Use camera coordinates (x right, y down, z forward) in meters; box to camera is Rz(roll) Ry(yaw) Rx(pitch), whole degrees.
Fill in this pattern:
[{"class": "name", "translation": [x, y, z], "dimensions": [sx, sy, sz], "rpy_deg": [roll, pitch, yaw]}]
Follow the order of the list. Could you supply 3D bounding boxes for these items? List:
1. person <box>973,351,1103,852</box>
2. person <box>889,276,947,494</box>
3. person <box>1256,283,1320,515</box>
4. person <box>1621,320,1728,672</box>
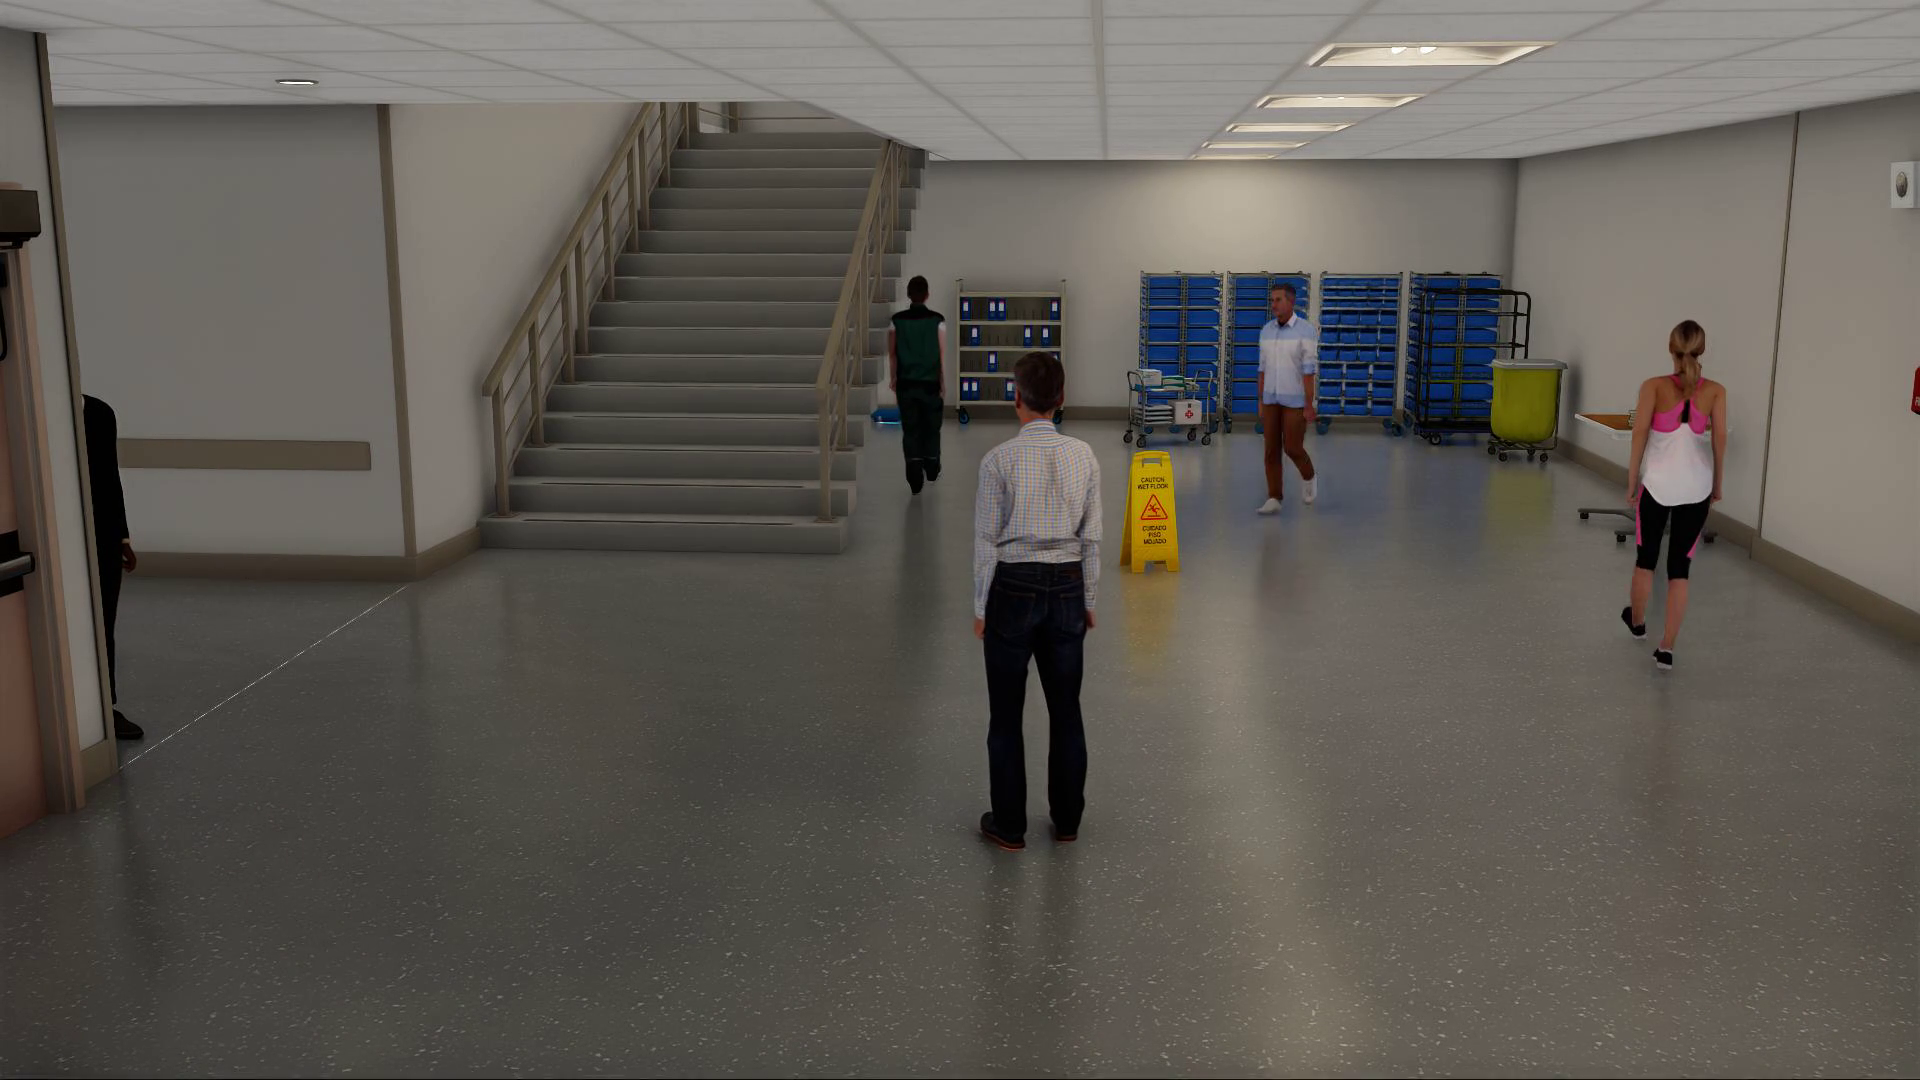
[{"class": "person", "translation": [0.274, 0.216, 6.099], "dimensions": [0.717, 1.817, 0.698], "rpy_deg": [-4, 11, -20]}, {"class": "person", "translation": [-0.361, -1.292, 14.068], "dimensions": [0.652, 1.808, 1.011], "rpy_deg": [1, 11, 6]}, {"class": "person", "translation": [2.607, -1.102, 13.056], "dimensions": [0.933, 1.812, 1.004], "rpy_deg": [10, 14, 42]}, {"class": "person", "translation": [3.643, -0.198, 8.447], "dimensions": [0.746, 1.753, 1.080], "rpy_deg": [2, 11, 12]}]
